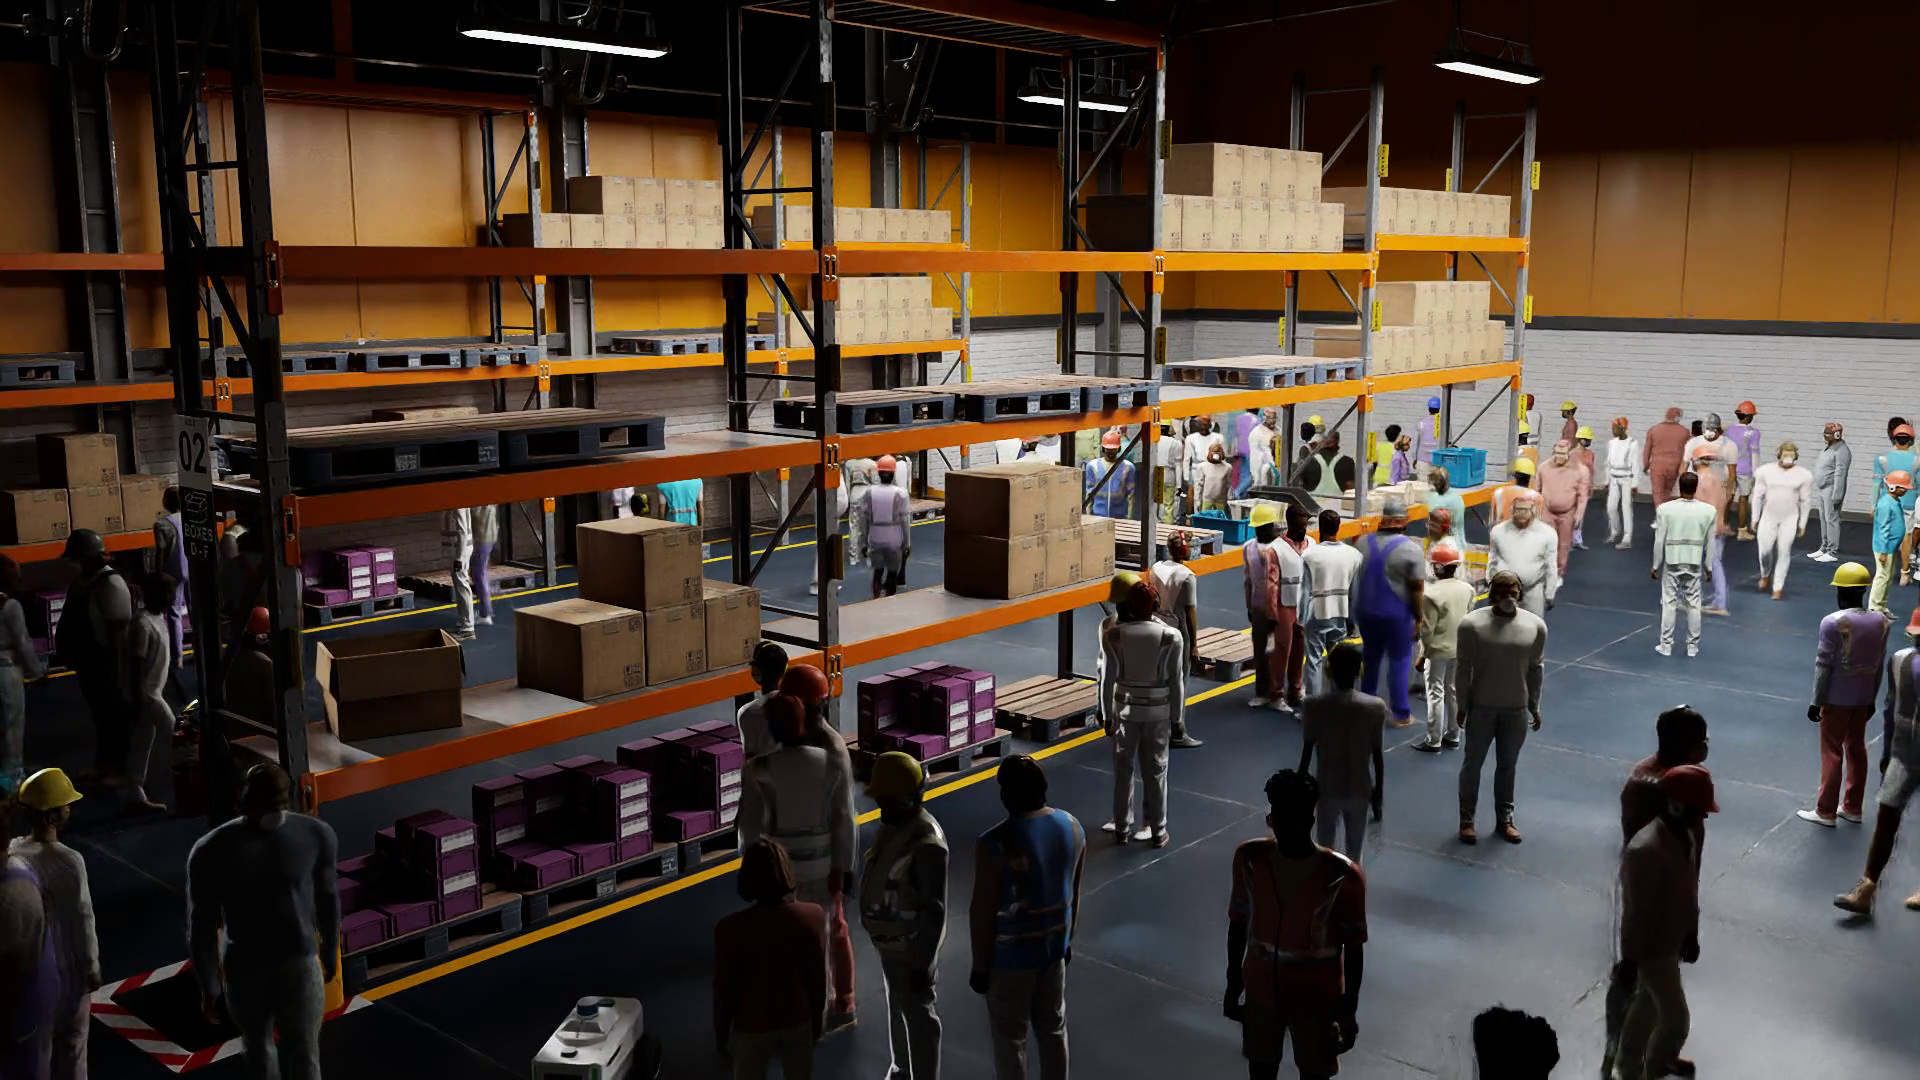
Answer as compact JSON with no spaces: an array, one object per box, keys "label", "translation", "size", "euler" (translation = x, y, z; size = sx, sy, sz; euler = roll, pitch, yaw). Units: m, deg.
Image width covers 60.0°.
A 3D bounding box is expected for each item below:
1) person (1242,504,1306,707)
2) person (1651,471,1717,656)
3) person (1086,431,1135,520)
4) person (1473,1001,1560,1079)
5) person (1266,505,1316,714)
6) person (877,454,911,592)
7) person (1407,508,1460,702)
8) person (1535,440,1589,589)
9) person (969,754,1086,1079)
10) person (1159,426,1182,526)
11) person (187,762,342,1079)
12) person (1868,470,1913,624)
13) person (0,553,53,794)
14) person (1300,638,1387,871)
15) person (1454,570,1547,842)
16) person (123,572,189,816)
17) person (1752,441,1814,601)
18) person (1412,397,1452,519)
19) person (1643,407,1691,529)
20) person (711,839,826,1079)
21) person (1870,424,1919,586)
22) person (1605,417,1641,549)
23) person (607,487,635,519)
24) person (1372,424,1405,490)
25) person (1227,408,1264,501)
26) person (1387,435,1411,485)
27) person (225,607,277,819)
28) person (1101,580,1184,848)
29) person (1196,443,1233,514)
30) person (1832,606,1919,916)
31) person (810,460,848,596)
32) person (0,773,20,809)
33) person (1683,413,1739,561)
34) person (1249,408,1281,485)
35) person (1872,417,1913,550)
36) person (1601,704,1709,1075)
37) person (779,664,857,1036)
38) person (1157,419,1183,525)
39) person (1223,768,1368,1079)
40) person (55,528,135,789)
[{"label":"person","translation":[2.897,0.584,15.266],"size":[0.612,1.893,0.714],"euler":[7,12,36]},{"label":"person","translation":[7.463,0.249,17.163],"size":[0.600,1.917,0.376],"euler":[2,10,12]},{"label":"person","translation":[1.827,-0.320,20.243],"size":[0.602,2.035,0.415],"euler":[1,10,7]},{"label":"person","translation":[1.487,2.291,4.899],"size":[0.679,1.942,0.421],"euler":[-4,11,-25]},{"label":"person","translation":[2.987,0.613,15.039],"size":[0.603,1.906,0.412],"euler":[-8,12,-38]},{"label":"person","translation":[-0.850,-0.341,20.542],"size":[0.367,1.966,0.606],"euler":[5,11,28]},{"label":"person","translation":[4.295,0.600,15.338],"size":[0.608,1.816,0.590],"euler":[2,10,10]},{"label":"person","translation":[7.411,-0.300,20.613],"size":[0.648,1.870,0.843],"euler":[4,10,25]},{"label":"person","translation":[0.291,1.886,7.666],"size":[0.618,1.836,0.431],"euler":[-8,13,-40]},{"label":"person","translation":[3.108,-0.984,25.073],"size":[0.483,1.736,0.311],"euler":[-5,11,-28]},{"label":"person","translation":[-3.042,1.906,7.353],"size":[0.633,1.883,0.981],"euler":[-4,10,-24]},{"label":"person","translation":[10.497,0.070,18.759],"size":[0.354,1.738,0.577],"euler":[8,13,41]},{"label":"person","translation":[-7.251,1.009,12.766],"size":[0.601,1.873,0.535],"euler":[6,11,33]},{"label":"person","translation":[2.256,1.517,9.818],"size":[0.495,1.854,0.494],"euler":[2,10,13]},{"label":"person","translation":[3.774,1.161,11.655],"size":[0.628,1.940,0.377],"euler":[0,10,1]},{"label":"person","translation":[-5.824,1.132,12.208],"size":[0.792,1.811,0.524],"euler":[-3,10,-18]},{"label":"person","translation":[9.885,-0.240,20.032],"size":[0.637,1.928,0.472],"euler":[5,11,25]},{"label":"person","translation":[7.443,-1.284,26.227],"size":[0.616,1.945,0.404],"euler":[4,10,24]},{"label":"person","translation":[10.799,-1.110,25.482],"size":[0.627,1.847,0.848],"euler":[2,10,11]},{"label":"person","translation":[-0.810,2.078,7.121],"size":[0.502,1.627,0.277],"euler":[-4,10,-22]},{"label":"person","translation":[11.813,-0.442,20.944],"size":[0.605,2.035,0.390],"euler":[6,11,33]},{"label":"person","translation":[9.504,-0.822,23.729],"size":[0.519,1.874,0.707],"euler":[-4,10,-21]},{"label":"person","translation":[-4.212,-0.222,20.691],"size":[0.345,1.683,0.543],"euler":[2,10,13]},{"label":"person","translation":[6.318,-0.890,24.679],"size":[0.536,1.672,0.637],"euler":[8,12,38]},{"label":"person","translation":[4.831,-1.630,28.159],"size":[0.626,1.991,0.393],"euler":[1,10,6]},{"label":"person","translation":[6.212,-0.678,23.559],"size":[0.321,1.631,0.522],"euler":[4,10,23]},{"label":"person","translation":[-4.748,1.317,11.311],"size":[0.568,1.743,0.349],"euler":[5,11,29]},{"label":"person","translation":[1.263,1.208,11.563],"size":[0.575,1.880,0.359],"euler":[2,10,14]},{"label":"person","translation":[3.443,-0.510,22.543],"size":[0.500,1.633,0.286],"euler":[-1,10,-4]},{"label":"person","translation":[5.848,1.369,10.203],"size":[0.995,2.002,0.643],"euler":[-6,11,-31]},{"label":"person","translation":[-1.596,-0.259,20.345],"size":[0.459,1.885,0.660],"euler":[1,10,5]},{"label":"person","translation":[-7.081,1.207,11.751],"size":[0.566,1.815,0.602],"euler":[3,10,19]},{"label":"person","translation":[10.182,-0.732,22.657],"size":[0.681,2.000,0.535],"euler":[7,12,37]},{"label":"person","translation":[4.622,-1.041,24.942],"size":[0.648,1.897,0.399],"euler":[-6,11,-33]},{"label":"person","translation":[13.133,-0.780,23.373],"size":[0.657,1.890,0.595],"euler":[5,11,28]},{"label":"person","translation":[3.463,1.743,8.229],"size":[0.634,1.932,0.374],"euler":[-7,12,-36]},{"label":"person","translation":[-0.786,1.621,8.791],"size":[0.411,1.985,0.617],"euler":[-5,11,-30]},{"label":"person","translation":[2.883,-0.833,23.627],"size":[0.586,1.920,0.397],"euler":[4,10,25]},{"label":"person","translation":[1.403,1.916,7.066],"size":[0.614,1.964,0.361],"euler":[6,11,33]},{"label":"person","translation":[-6.719,0.899,12.917],"size":[0.683,2.000,0.535],"euler":[8,13,41]}]
